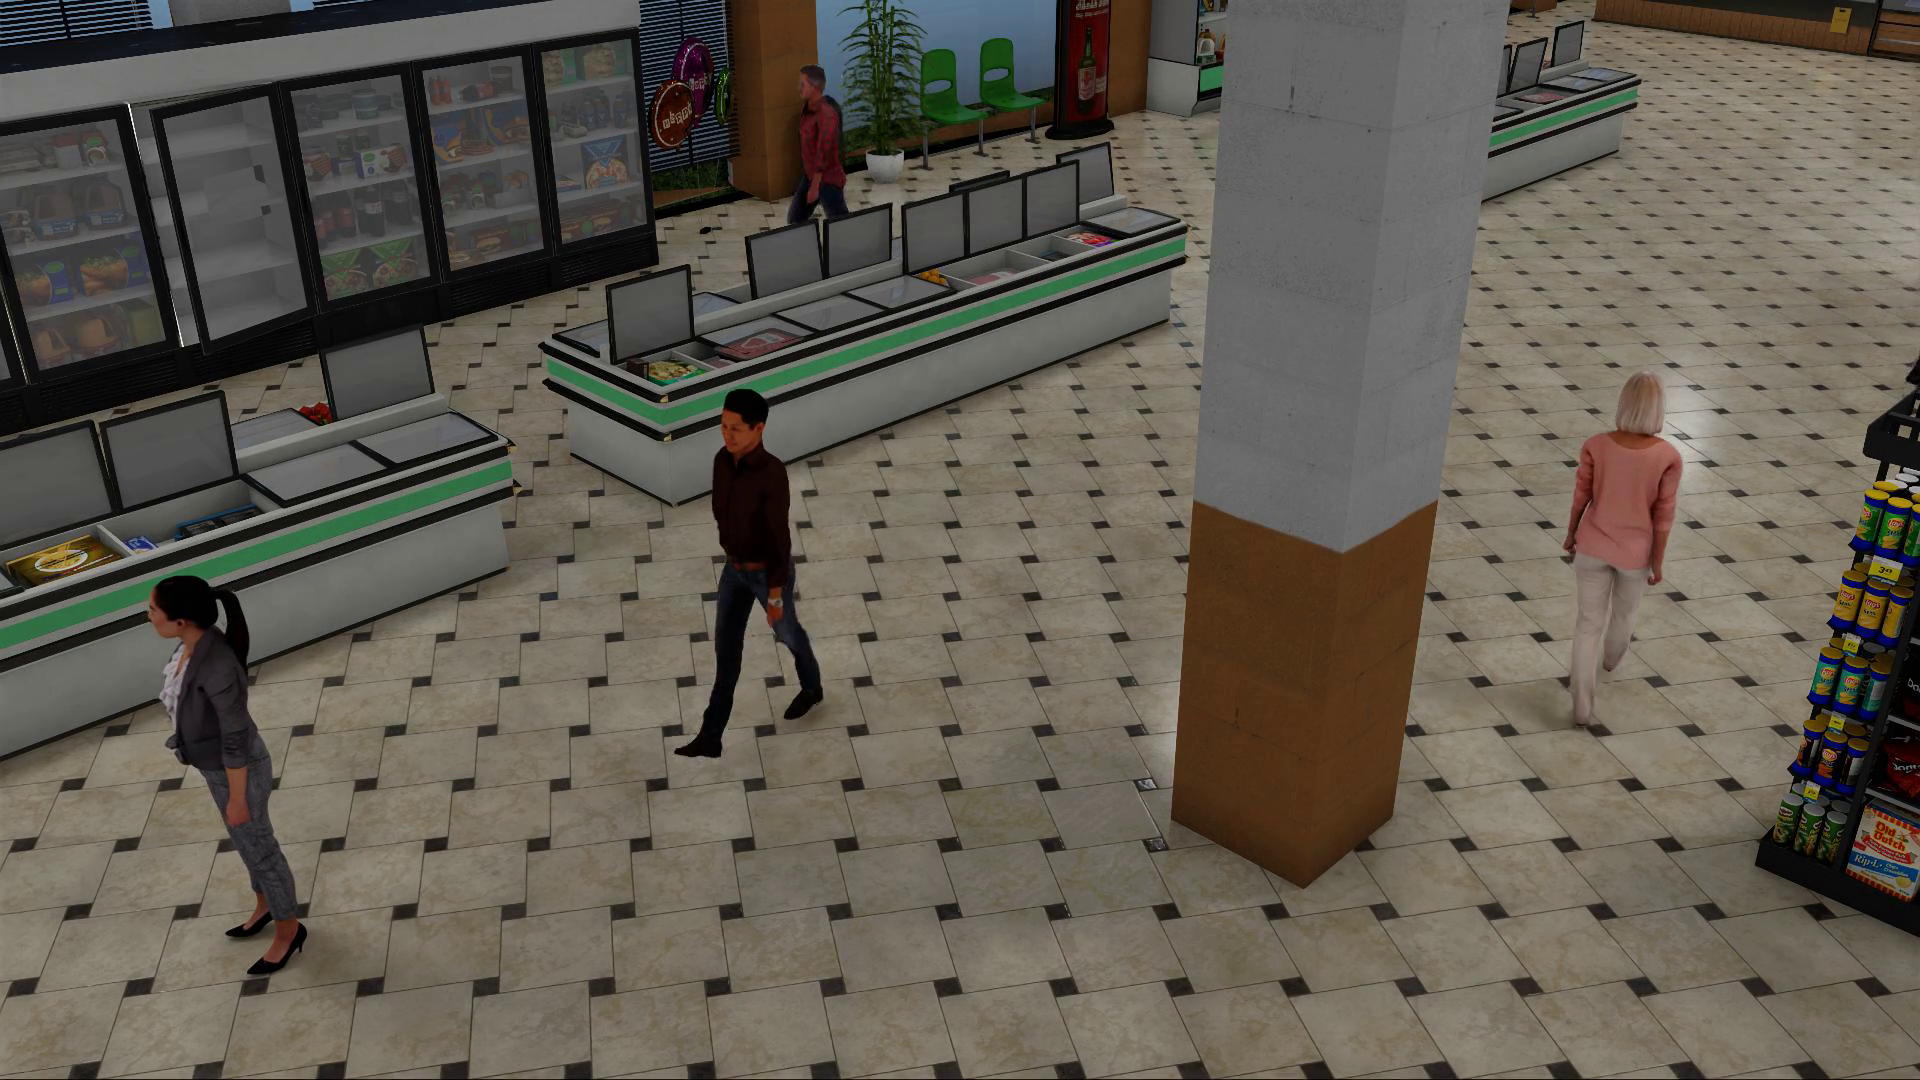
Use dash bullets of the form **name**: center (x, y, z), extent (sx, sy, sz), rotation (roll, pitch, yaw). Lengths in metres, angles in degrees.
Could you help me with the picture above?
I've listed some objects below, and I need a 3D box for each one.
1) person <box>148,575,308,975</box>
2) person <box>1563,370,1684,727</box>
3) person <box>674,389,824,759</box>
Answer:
- **person**: center (-2.694, 0.859, 6.179), extent (0.642, 1.678, 0.663), rotation (-16, 31, -29)
- **person**: center (3.022, 0.081, 7.699), extent (0.845, 1.691, 1.107), rotation (12, 29, 22)
- **person**: center (-0.849, 0.140, 7.546), extent (0.756, 1.725, 1.156), rotation (20, 33, 34)
